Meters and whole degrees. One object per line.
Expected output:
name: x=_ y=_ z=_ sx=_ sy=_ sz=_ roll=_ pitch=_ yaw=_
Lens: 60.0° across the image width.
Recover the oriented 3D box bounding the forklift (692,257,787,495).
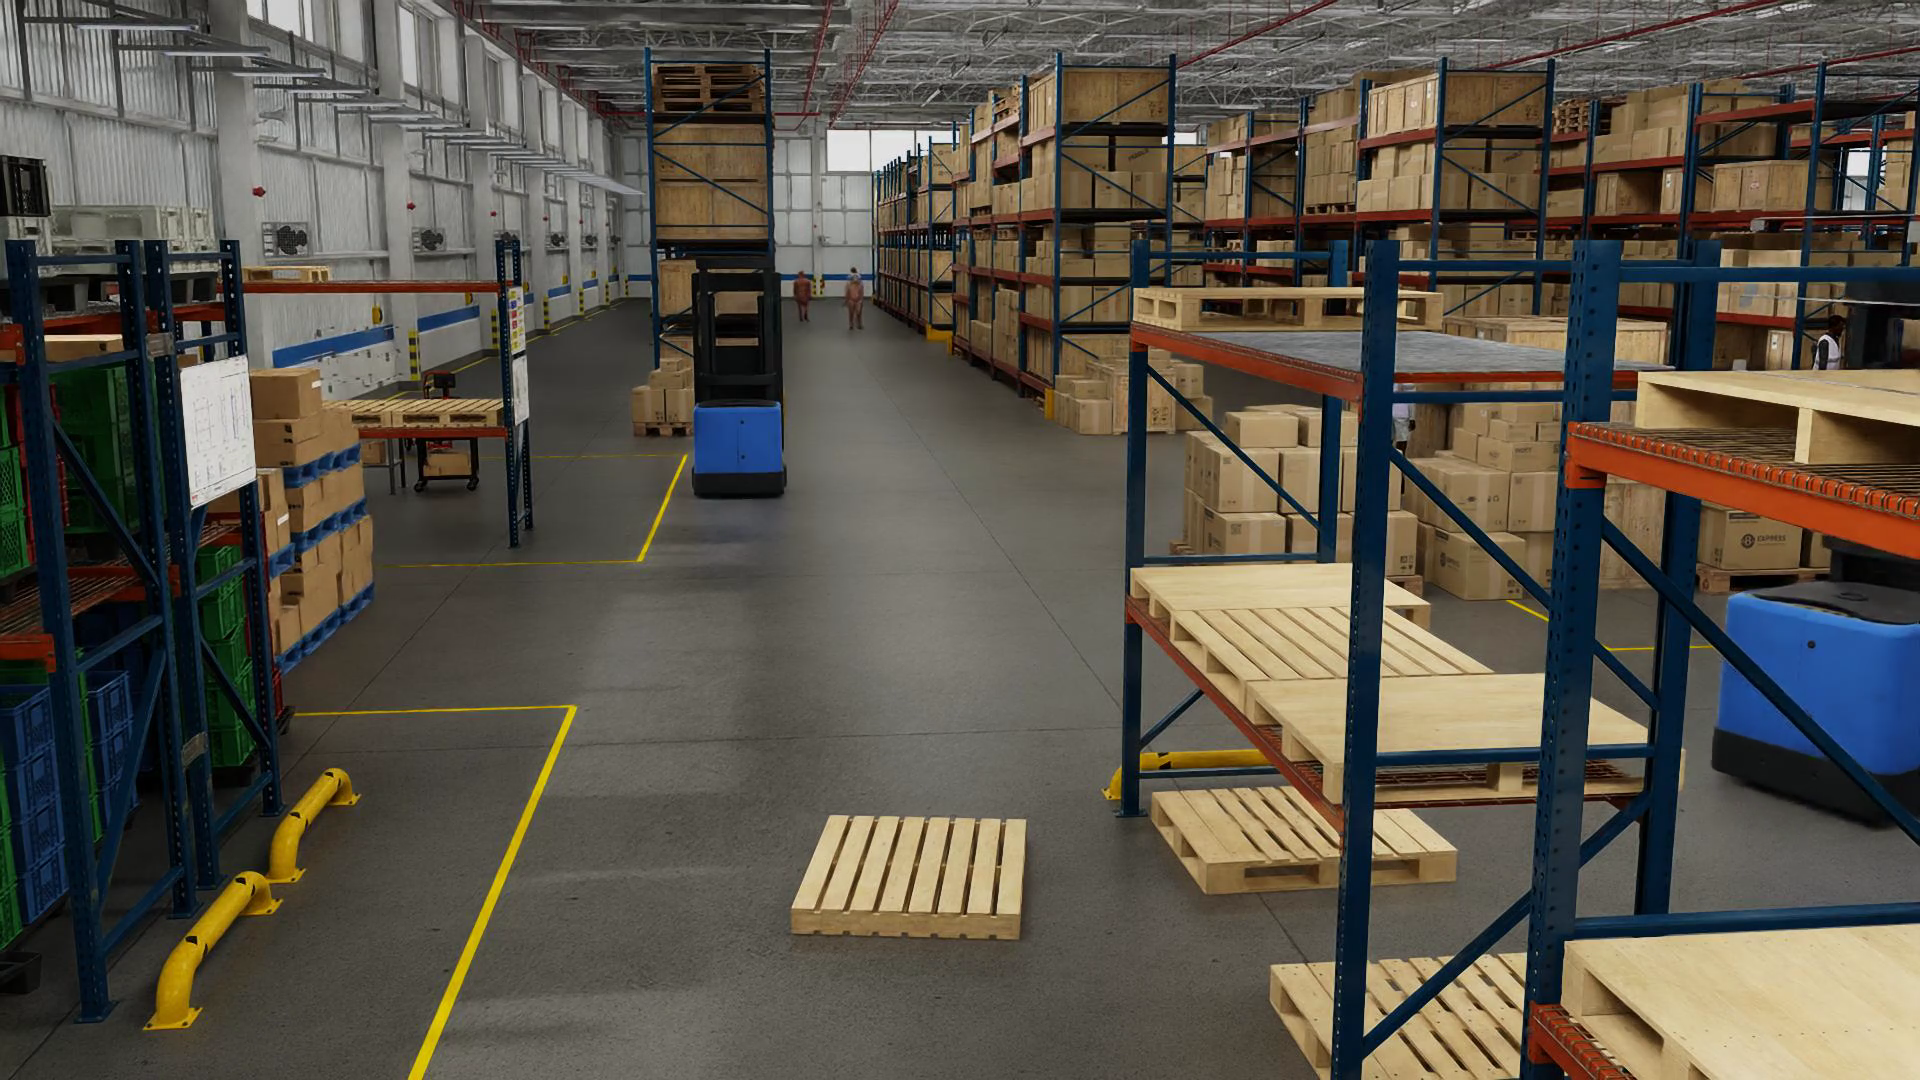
forklift: x=-2.700 y=-2.035 z=20.212 sx=1.129 sy=2.768 sz=1.873 roll=-1 pitch=10 yaw=-6

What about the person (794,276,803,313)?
person: x=-6.610 y=-10.168 z=68.736 sx=0.545 sy=1.615 sz=0.659 roll=2 pitch=10 yaw=10

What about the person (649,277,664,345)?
person: x=-8.801 y=-6.664 z=48.180 sx=0.378 sy=2.044 sz=0.607 roll=3 pitch=11 yaw=18

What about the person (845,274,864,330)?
person: x=-3.545 y=-8.056 z=56.381 sx=0.660 sy=1.869 sz=0.926 roll=-3 pitch=11 yaw=-18

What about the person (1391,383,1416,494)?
person: x=5.277 y=-1.527 z=20.005 sx=0.360 sy=1.935 sz=0.552 roll=-7 pitch=12 yaw=-33

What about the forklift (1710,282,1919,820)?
forklift: x=5.266 y=-0.038 z=9.144 sx=1.873 sy=2.768 sz=1.129 roll=-6 pitch=12 yaw=-28

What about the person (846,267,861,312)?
person: x=-4.485 y=-10.565 z=70.206 sx=0.637 sy=1.911 sz=0.963 roll=-1 pitch=10 yaw=-6

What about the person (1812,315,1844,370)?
person: x=13.127 y=-2.449 z=25.200 sx=0.401 sy=1.911 sz=0.588 roll=10 pitch=14 yaw=43

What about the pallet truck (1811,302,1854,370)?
pallet truck: x=15.846 y=-3.142 z=28.793 sx=1.885 sy=1.965 sz=0.823 roll=2 pitch=10 yaw=12

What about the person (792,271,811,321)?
person: x=-5.962 y=-9.174 z=62.522 sx=0.680 sy=1.876 sz=0.814 roll=-2 pitch=10 yaw=-11
